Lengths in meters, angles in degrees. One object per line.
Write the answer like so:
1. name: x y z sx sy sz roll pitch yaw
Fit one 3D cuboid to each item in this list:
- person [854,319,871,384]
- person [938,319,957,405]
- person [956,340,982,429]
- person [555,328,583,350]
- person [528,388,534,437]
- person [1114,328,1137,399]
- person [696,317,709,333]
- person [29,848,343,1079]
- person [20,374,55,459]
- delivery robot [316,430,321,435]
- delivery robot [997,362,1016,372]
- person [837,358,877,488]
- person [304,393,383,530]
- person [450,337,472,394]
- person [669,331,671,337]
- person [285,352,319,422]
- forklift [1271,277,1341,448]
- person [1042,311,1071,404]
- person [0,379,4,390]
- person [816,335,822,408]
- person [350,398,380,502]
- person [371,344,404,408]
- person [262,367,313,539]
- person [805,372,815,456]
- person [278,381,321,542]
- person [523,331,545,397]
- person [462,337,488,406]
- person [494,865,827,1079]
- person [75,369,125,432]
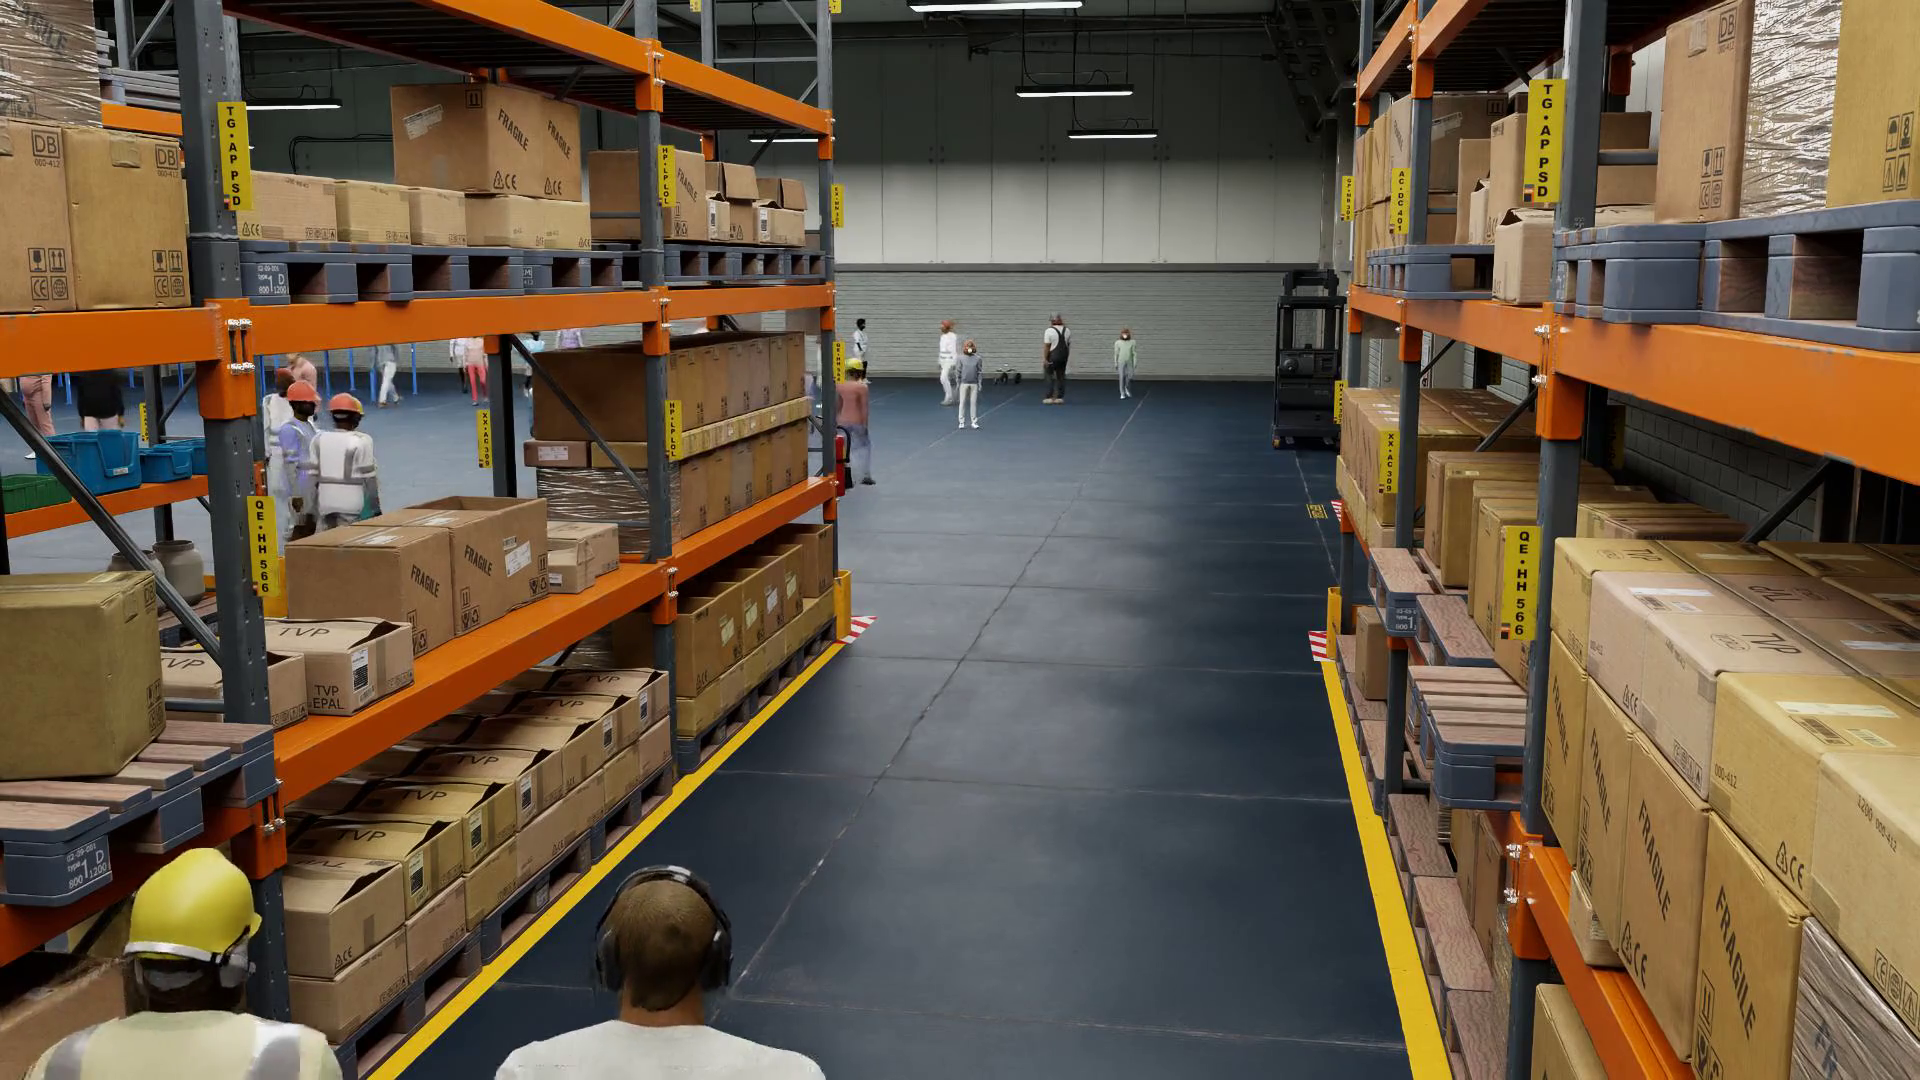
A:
1. person: -2.524 -4.840 42.740 0.352 1.698 0.542 4 10 22
2. person: -0.319 -3.870 36.218 0.471 1.862 0.607 -5 10 -27
3. person: 0.170 -2.895 30.921 0.498 1.633 0.285 -2 9 -12
4. person: -10.274 -5.067 43.614 0.696 1.857 0.978 0 9 -2
5. person: -5.545 -1.511 22.394 0.514 1.635 0.313 -1 9 -4
6. person: 3.785 -4.042 38.037 0.528 1.618 0.343 0 9 -2
7. person: -5.755 -4.094 37.561 0.643 1.888 0.635 8 12 41
8. person: -1.482 1.486 3.418 0.606 1.786 0.912 0 9 0
9. person: -14.349 -2.195 25.812 0.636 1.899 0.401 6 11 31
10. delivery robot: -10.514 -1.643 26.364 0.707 0.478 0.477 1 9 7
11. delivery robot: 1.210 -4.499 43.171 0.335 0.223 0.698 6 11 32
12. person: -1.400 -1.587 22.529 0.527 1.747 0.659 5 10 27
13. person: -5.165 -0.292 14.092 0.553 1.890 0.844 3 10 17
14. person: -11.971 -4.503 40.036 0.556 1.903 0.939 -2 9 -11
15. person: -5.506 -3.069 31.388 0.524 1.834 0.613 -3 10 -16
16. person: -9.559 -1.883 23.906 0.672 1.885 0.608 8 12 40
17. forklift: 5.847 -3.016 27.970 1.129 2.768 1.873 1 9 9
18. person: 2.104 -4.022 36.755 0.696 2.000 0.536 -6 11 -31
19. person: -14.890 -2.089 25.396 0.587 1.824 0.597 9 13 43
20. person: -2.929 -3.630 35.505 0.373 1.621 0.500 0 9 1
21. person: -5.604 -0.438 15.388 0.523 1.761 0.323 2 9 14
22. person: -12.264 -3.800 35.724 0.648 1.883 1.045 2 9 13
23. person: -7.342 -0.950 18.181 0.600 1.873 0.424 1 9 6
24. person: -2.251 -1.598 22.185 0.649 1.883 0.733 -7 11 -35
25. person: -5.903 -0.469 15.029 0.358 1.938 0.542 0 9 -1
26. person: -9.697 -4.041 37.856 0.531 1.672 0.727 -7 12 -38
27. person: -10.507 -3.790 36.051 0.557 1.751 0.363 -1 9 -5
28. person: -0.513 1.503 3.030 0.644 1.887 1.047 1 9 7
29. person: -11.748 -1.743 22.783 0.625 1.971 0.770 -1 9 -6
